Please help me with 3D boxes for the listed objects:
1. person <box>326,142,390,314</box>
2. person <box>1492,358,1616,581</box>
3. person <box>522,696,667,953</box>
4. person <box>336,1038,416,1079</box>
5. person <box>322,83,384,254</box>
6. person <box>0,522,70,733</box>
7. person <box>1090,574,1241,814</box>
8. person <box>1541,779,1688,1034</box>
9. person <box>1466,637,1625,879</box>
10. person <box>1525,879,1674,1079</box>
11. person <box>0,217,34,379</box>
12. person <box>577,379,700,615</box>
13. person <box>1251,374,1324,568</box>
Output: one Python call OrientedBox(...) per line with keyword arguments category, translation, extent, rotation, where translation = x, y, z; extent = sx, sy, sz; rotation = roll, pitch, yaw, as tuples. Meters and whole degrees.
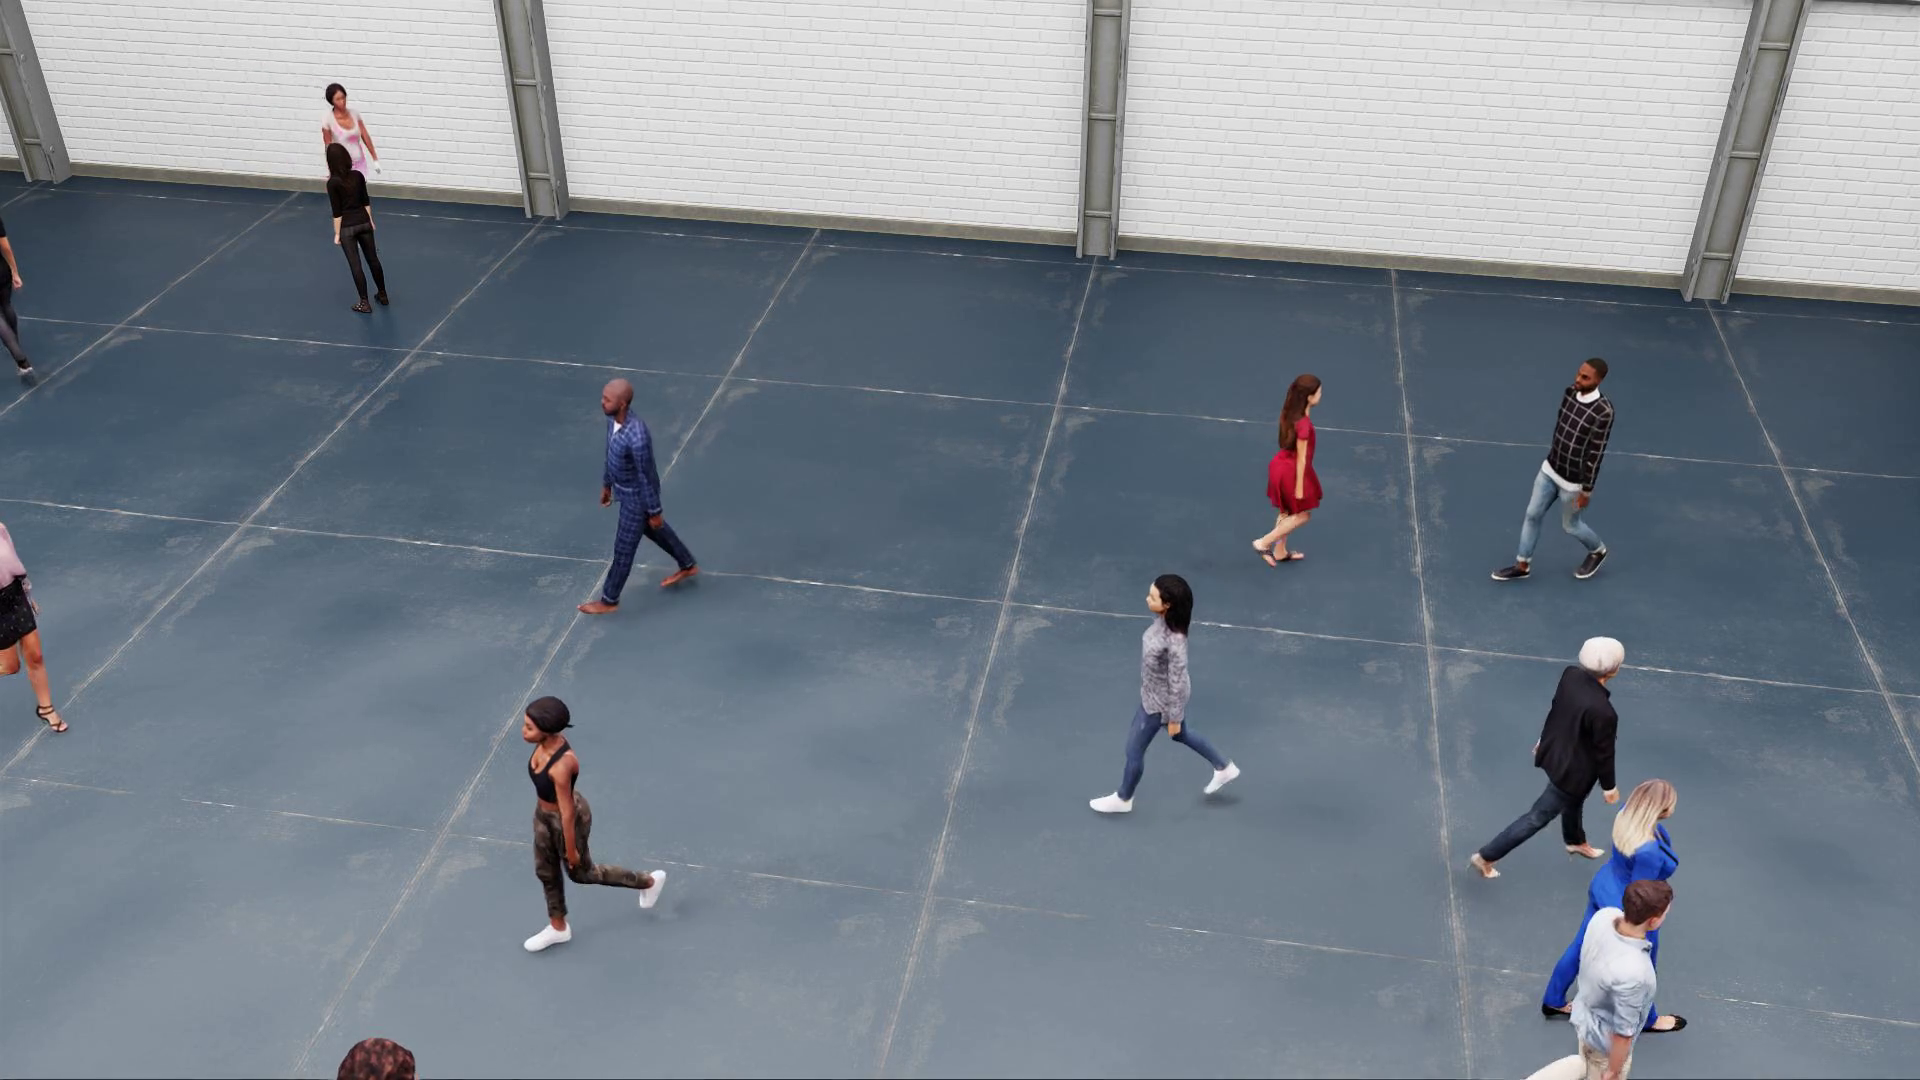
OrientedBox(category="person", translation=(-5.728, -2.963, 15.742), extent=(0.651, 1.642, 0.658), rotation=(23, 40, 31))
OrientedBox(category="person", translation=(4.422, -0.479, 11.867), extent=(1.217, 1.795, 1.038), rotation=(-12, 35, -17))
OrientedBox(category="person", translation=(-2.050, 1.513, 8.974), extent=(1.113, 1.680, 0.973), rotation=(-16, 37, -22))
OrientedBox(category="person", translation=(-2.394, 2.714, 7.086), extent=(0.993, 1.769, 1.054), rotation=(-21, 39, -29))
OrientedBox(category="person", translation=(-6.253, -3.820, 16.956), extent=(0.876, 1.724, 0.778), rotation=(23, 40, 31))
OrientedBox(category="person", translation=(-6.084, 0.457, 10.456), extent=(0.951, 1.797, 0.726), rotation=(12, 35, 17))
OrientedBox(category="person", translation=(1.297, 0.932, 9.831), extent=(1.205, 1.699, 0.790), rotation=(0, 34, 0))
OrientedBox(category="person", translation=(3.257, 1.875, 8.429), extent=(0.984, 1.679, 0.746), rotation=(0, 34, 0))
OrientedBox(category="person", translation=(3.284, 1.242, 9.223), extent=(1.149, 1.742, 0.866), rotation=(-1, 34, -2))
OrientedBox(category="person", translation=(2.879, 2.261, 7.712), extent=(0.928, 1.831, 0.731), rotation=(2, 34, 3))
OrientedBox(category="person", translation=(-8.501, -2.287, 14.576), extent=(1.213, 1.806, 1.021), rotation=(27, 42, 34))
OrientedBox(category="person", translation=(-2.201, -0.334, 11.671), extent=(1.266, 1.769, 1.131), rotation=(-16, 37, -22))
OrientedBox(category="person", translation=(2.341, -0.479, 12.100), extent=(0.807, 1.537, 0.680), rotation=(-2, 34, -3))
